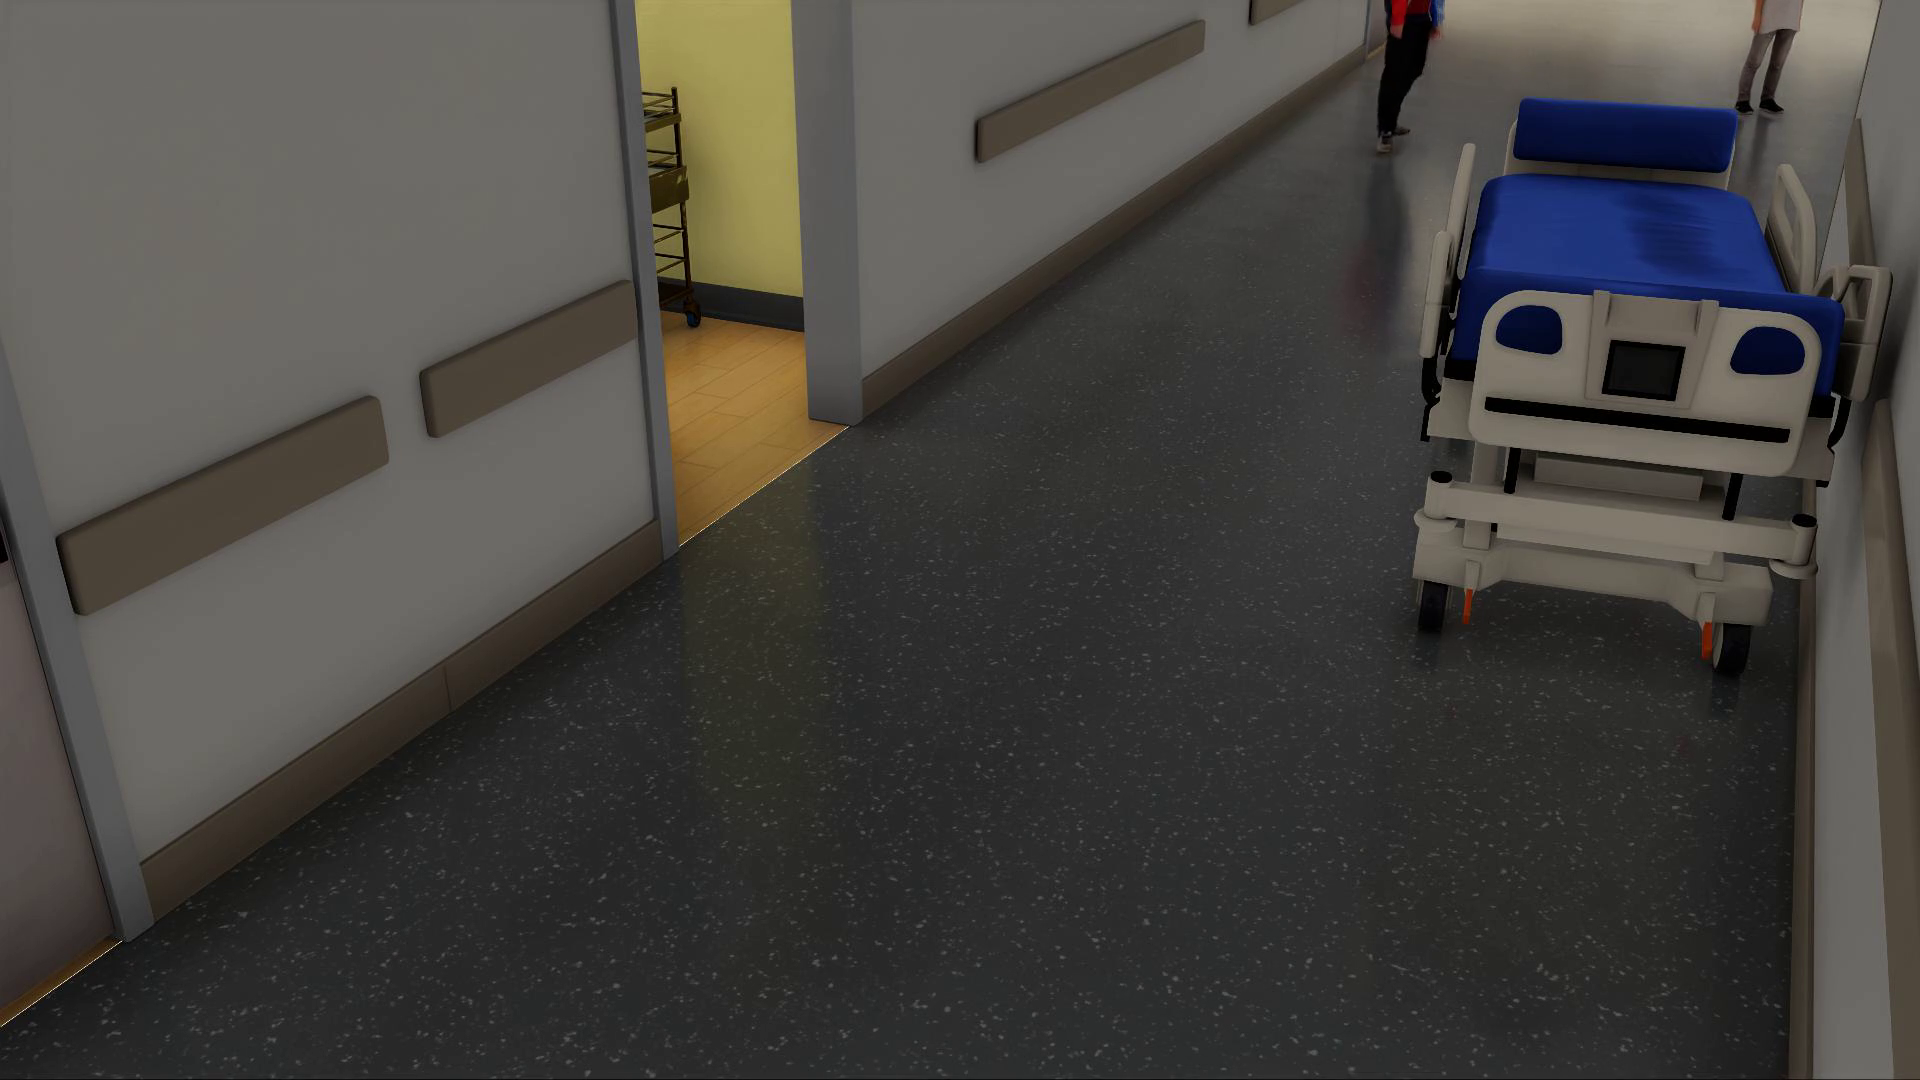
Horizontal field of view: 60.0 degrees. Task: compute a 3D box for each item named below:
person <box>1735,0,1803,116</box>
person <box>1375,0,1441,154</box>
[{"bbox_3d":[5.890,-3.801,11.959,0.558,1.440,0.647,-4,26,-9],"label":"person"},{"bbox_3d":[2.894,-3.427,10.854,0.840,1.726,0.645,-20,32,-36],"label":"person"}]
